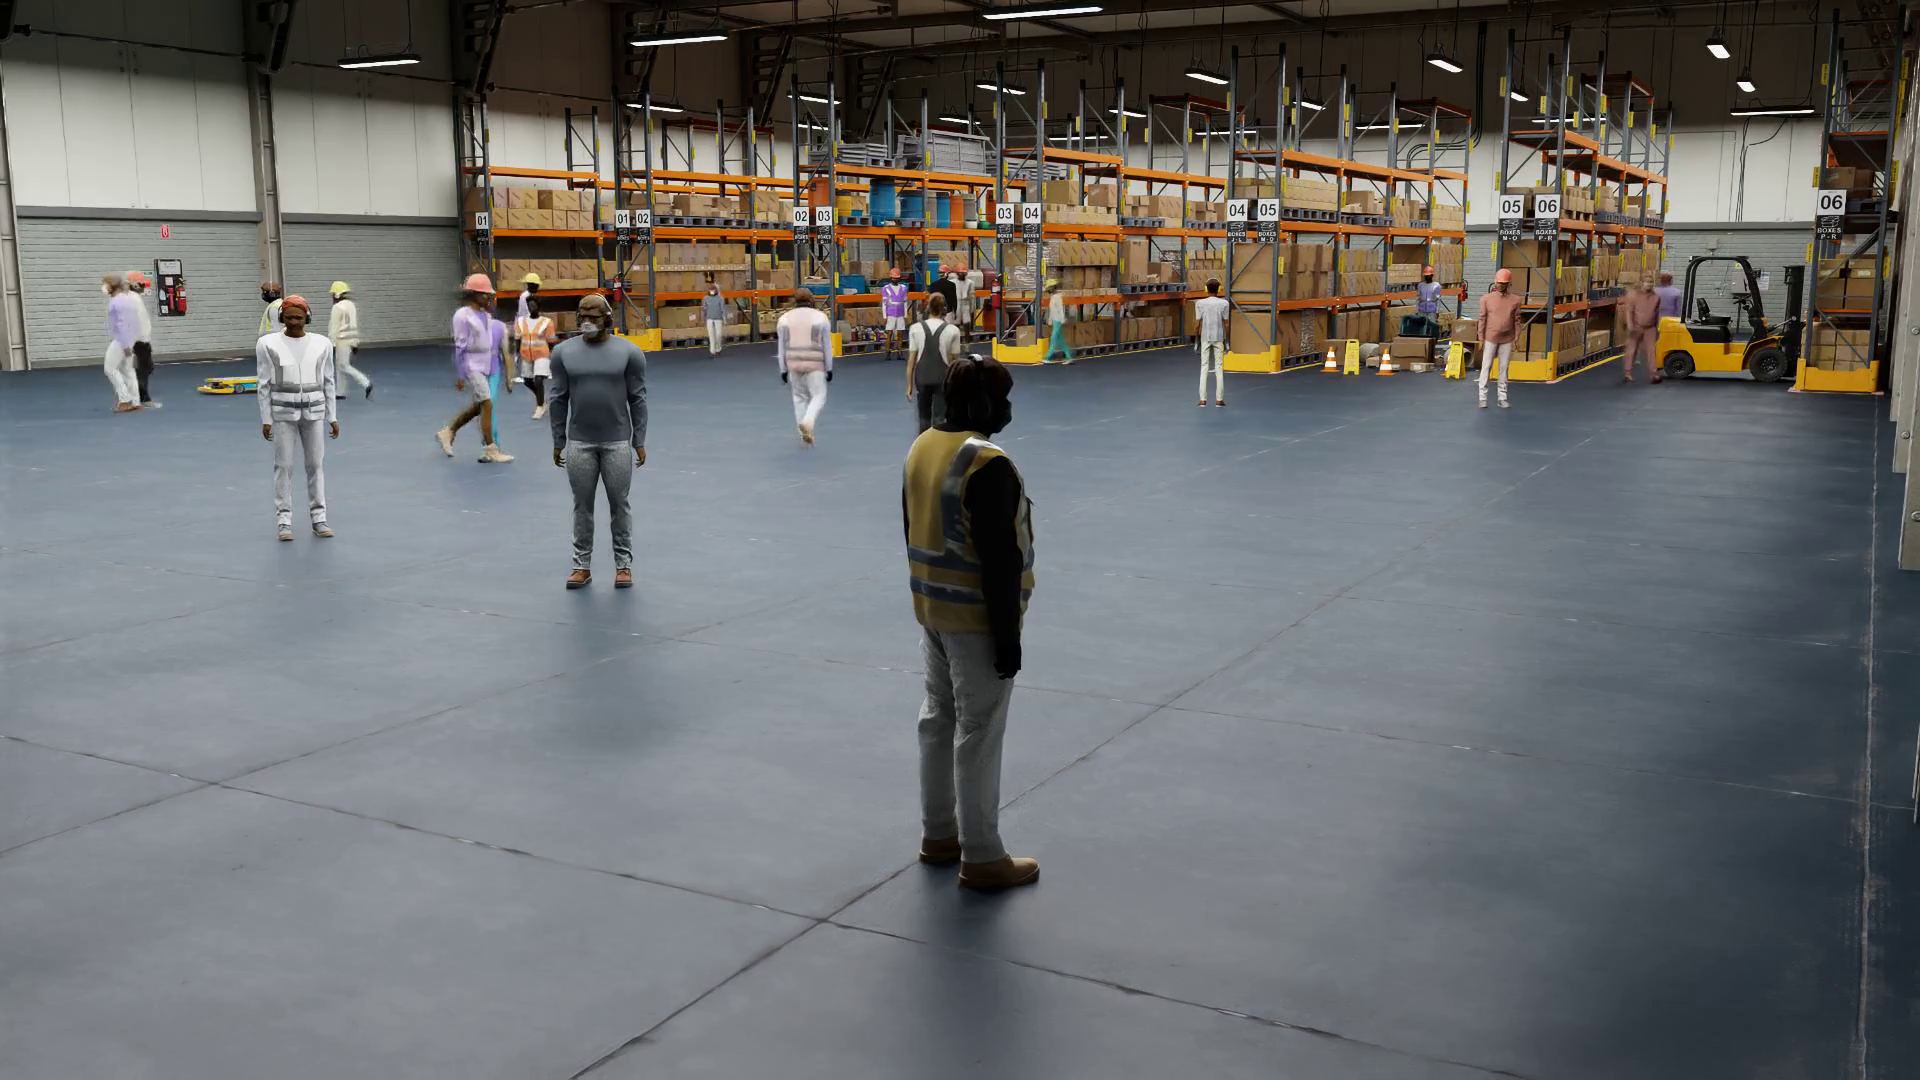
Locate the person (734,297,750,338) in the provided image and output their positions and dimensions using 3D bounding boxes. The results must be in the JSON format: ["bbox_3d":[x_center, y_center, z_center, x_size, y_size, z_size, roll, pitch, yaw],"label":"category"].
[{"bbox_3d":[-5.796,-6.187,44.250,0.499,1.634,0.288,6,11,30],"label":"person"}]

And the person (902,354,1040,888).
[{"bbox_3d":[0.048,0.276,5.806,0.429,1.842,0.634,-5,11,-28],"label":"person"}]

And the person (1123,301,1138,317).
[{"bbox_3d":[4.914,-7.033,48.297,0.629,1.941,0.762,4,11,24],"label":"person"}]

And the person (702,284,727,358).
[{"bbox_3d":[-5.278,-4.701,35.717,0.535,1.586,0.677,-1,10,-7],"label":"person"}]

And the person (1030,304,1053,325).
[{"bbox_3d":[1.896,-5.208,37.674,0.625,1.931,0.374,0,10,-1],"label":"person"}]

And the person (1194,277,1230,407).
[{"bbox_3d":[3.650,-2.862,24.082,0.515,1.876,0.328,2,10,10],"label":"person"}]

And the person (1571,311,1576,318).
[{"bbox_3d":[15.524,-5.917,41.913,0.573,1.888,0.962,3,10,14],"label":"person"}]

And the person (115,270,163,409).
[{"bbox_3d":[-11.725,-2.844,23.678,0.505,1.978,0.617,-6,11,-31],"label":"person"}]

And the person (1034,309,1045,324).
[{"bbox_3d":[2.053,-5.745,41.061,0.524,1.846,0.764,3,10,17],"label":"person"}]

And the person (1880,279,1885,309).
[{"bbox_3d":[24.506,-6.399,44.684,0.384,1.913,0.591,-7,12,-34],"label":"person"}]

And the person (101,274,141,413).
[{"bbox_3d":[-11.696,-2.714,23.073,0.538,1.920,0.640,-4,11,-24],"label":"person"}]

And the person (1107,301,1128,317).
[{"bbox_3d":[4.160,-6.181,43.959,0.549,1.711,0.919,3,10,15],"label":"person"}]

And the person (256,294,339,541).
[{"bbox_3d":[-5.091,-0.943,12.811,0.573,1.886,0.356,-6,12,-33],"label":"person"}]

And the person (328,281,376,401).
[{"bbox_3d":[-9.129,-2.958,24.849,0.753,1.811,0.596,0,10,1],"label":"person"}]

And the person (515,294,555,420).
[{"bbox_3d":[-5.689,-2.475,22.386,0.538,1.677,0.678,1,10,9],"label":"person"}]

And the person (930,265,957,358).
[{"bbox_3d":[-0.347,-4.903,35.701,0.609,1.988,0.392,3,10,16],"label":"person"}]

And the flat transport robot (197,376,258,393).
[{"bbox_3d":[-11.402,-2.510,26.706,0.652,0.197,1.431,9,13,42],"label":"flat transport robot"}]

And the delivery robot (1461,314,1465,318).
[{"bbox_3d":[13.947,-6.016,46.129,0.477,0.478,0.707,-2,10,-10],"label":"delivery robot"}]

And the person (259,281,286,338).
[{"bbox_3d":[-9.276,-2.585,22.587,0.429,1.835,0.628,-3,10,-15],"label":"person"}]

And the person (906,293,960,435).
[{"bbox_3d":[-0.236,-1.540,16.535,0.528,1.807,0.881,1,10,8],"label":"person"}]

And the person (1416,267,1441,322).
[{"bbox_3d":[10.517,-5.167,37.389,0.547,1.938,0.379,6,11,32],"label":"person"}]

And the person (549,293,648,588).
[{"bbox_3d":[-2.368,-0.645,10.916,0.635,1.936,0.353,0,10,-3],"label":"person"}]

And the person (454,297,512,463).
[{"bbox_3d":[-5.110,-1.751,17.865,0.554,1.791,1.008,1,10,4],"label":"person"}]

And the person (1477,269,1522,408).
[{"bbox_3d":[7.745,-2.886,23.881,0.613,1.991,0.392,0,10,2],"label":"person"}]

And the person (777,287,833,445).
[{"bbox_3d":[-1.774,-1.971,18.995,0.642,1.828,0.622,2,10,13],"label":"person"}]

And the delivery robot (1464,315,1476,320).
[{"bbox_3d":[13.857,-5.916,45.547,0.707,0.478,0.477,-2,10,-11],"label":"delivery robot"}]

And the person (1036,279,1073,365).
[{"bbox_3d":[1.921,-4.349,33.247,0.785,1.706,0.598,-2,10,-11],"label":"person"}]

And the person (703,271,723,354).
[{"bbox_3d":[-5.511,-5.061,37.031,0.448,1.847,0.550,2,10,11],"label":"person"}]

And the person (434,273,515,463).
[{"bbox_3d":[-5.188,-1.815,17.604,0.922,2.008,0.607,2,10,13],"label":"person"}]

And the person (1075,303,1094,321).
[{"bbox_3d":[3.067,-5.605,40.886,0.517,1.617,0.394,6,12,33],"label":"person"}]

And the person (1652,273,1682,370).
[{"bbox_3d":[13.505,-4.192,31.923,0.997,1.865,0.649,-9,13,-43],"label":"person"}]

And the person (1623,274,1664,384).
[{"bbox_3d":[11.651,-3.584,28.350,0.659,1.862,0.963,-1,10,-4],"label":"person"}]

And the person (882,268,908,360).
[{"bbox_3d":[-1.345,-4.713,34.751,0.551,1.933,0.372,-3,10,-19],"label":"person"}]

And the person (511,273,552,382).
[{"bbox_3d":[-7.355,-3.657,28.713,0.984,1.873,0.613,-1,10,-8],"label":"person"}]

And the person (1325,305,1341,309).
[{"bbox_3d":[9.325,-5.682,41.310,0.508,1.629,0.317,2,10,12],"label":"person"}]

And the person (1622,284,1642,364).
[{"bbox_3d":[13.525,-4.304,33.291,0.525,1.622,0.636,5,11,29],"label":"person"}]

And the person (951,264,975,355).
[{"bbox_3d":[0.029,-5.077,36.710,0.634,1.988,1.057,-1,10,-5],"label":"person"}]
